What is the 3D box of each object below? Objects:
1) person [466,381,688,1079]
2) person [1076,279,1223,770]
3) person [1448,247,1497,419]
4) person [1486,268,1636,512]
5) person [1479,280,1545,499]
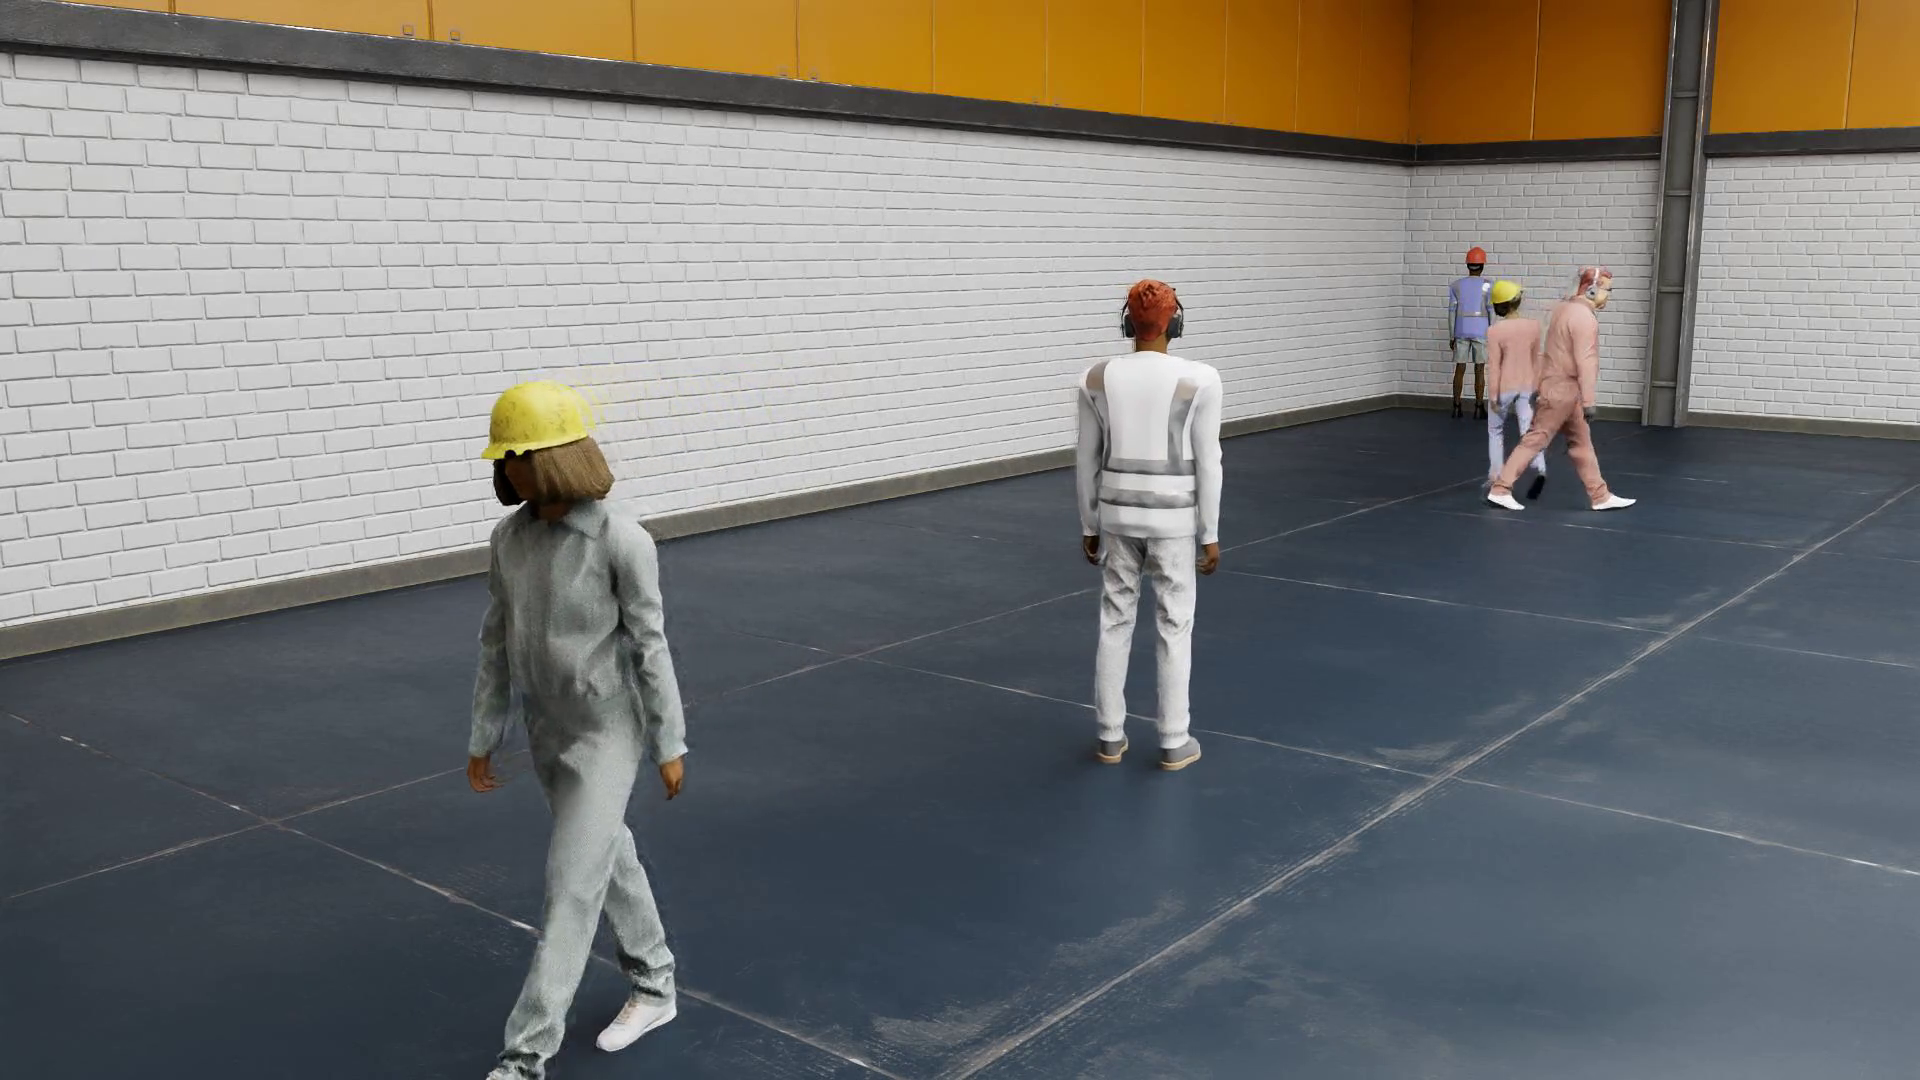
[{"bbox_3d":[-0.965,0.485,3.888,0.496,1.689,0.893,7,12,33],"label":"person"},{"bbox_3d":[0.718,-0.051,6.384,0.581,1.878,0.358,5,11,26],"label":"person"},{"bbox_3d":[5.808,-2.335,18.843,0.546,1.942,0.353,6,12,31],"label":"person"},{"bbox_3d":[4.470,-1.095,12.338,1.077,1.826,0.646,2,10,12],"label":"person"},{"bbox_3d":[4.390,-1.187,13.120,0.523,1.716,0.843,-2,10,-10],"label":"person"}]
